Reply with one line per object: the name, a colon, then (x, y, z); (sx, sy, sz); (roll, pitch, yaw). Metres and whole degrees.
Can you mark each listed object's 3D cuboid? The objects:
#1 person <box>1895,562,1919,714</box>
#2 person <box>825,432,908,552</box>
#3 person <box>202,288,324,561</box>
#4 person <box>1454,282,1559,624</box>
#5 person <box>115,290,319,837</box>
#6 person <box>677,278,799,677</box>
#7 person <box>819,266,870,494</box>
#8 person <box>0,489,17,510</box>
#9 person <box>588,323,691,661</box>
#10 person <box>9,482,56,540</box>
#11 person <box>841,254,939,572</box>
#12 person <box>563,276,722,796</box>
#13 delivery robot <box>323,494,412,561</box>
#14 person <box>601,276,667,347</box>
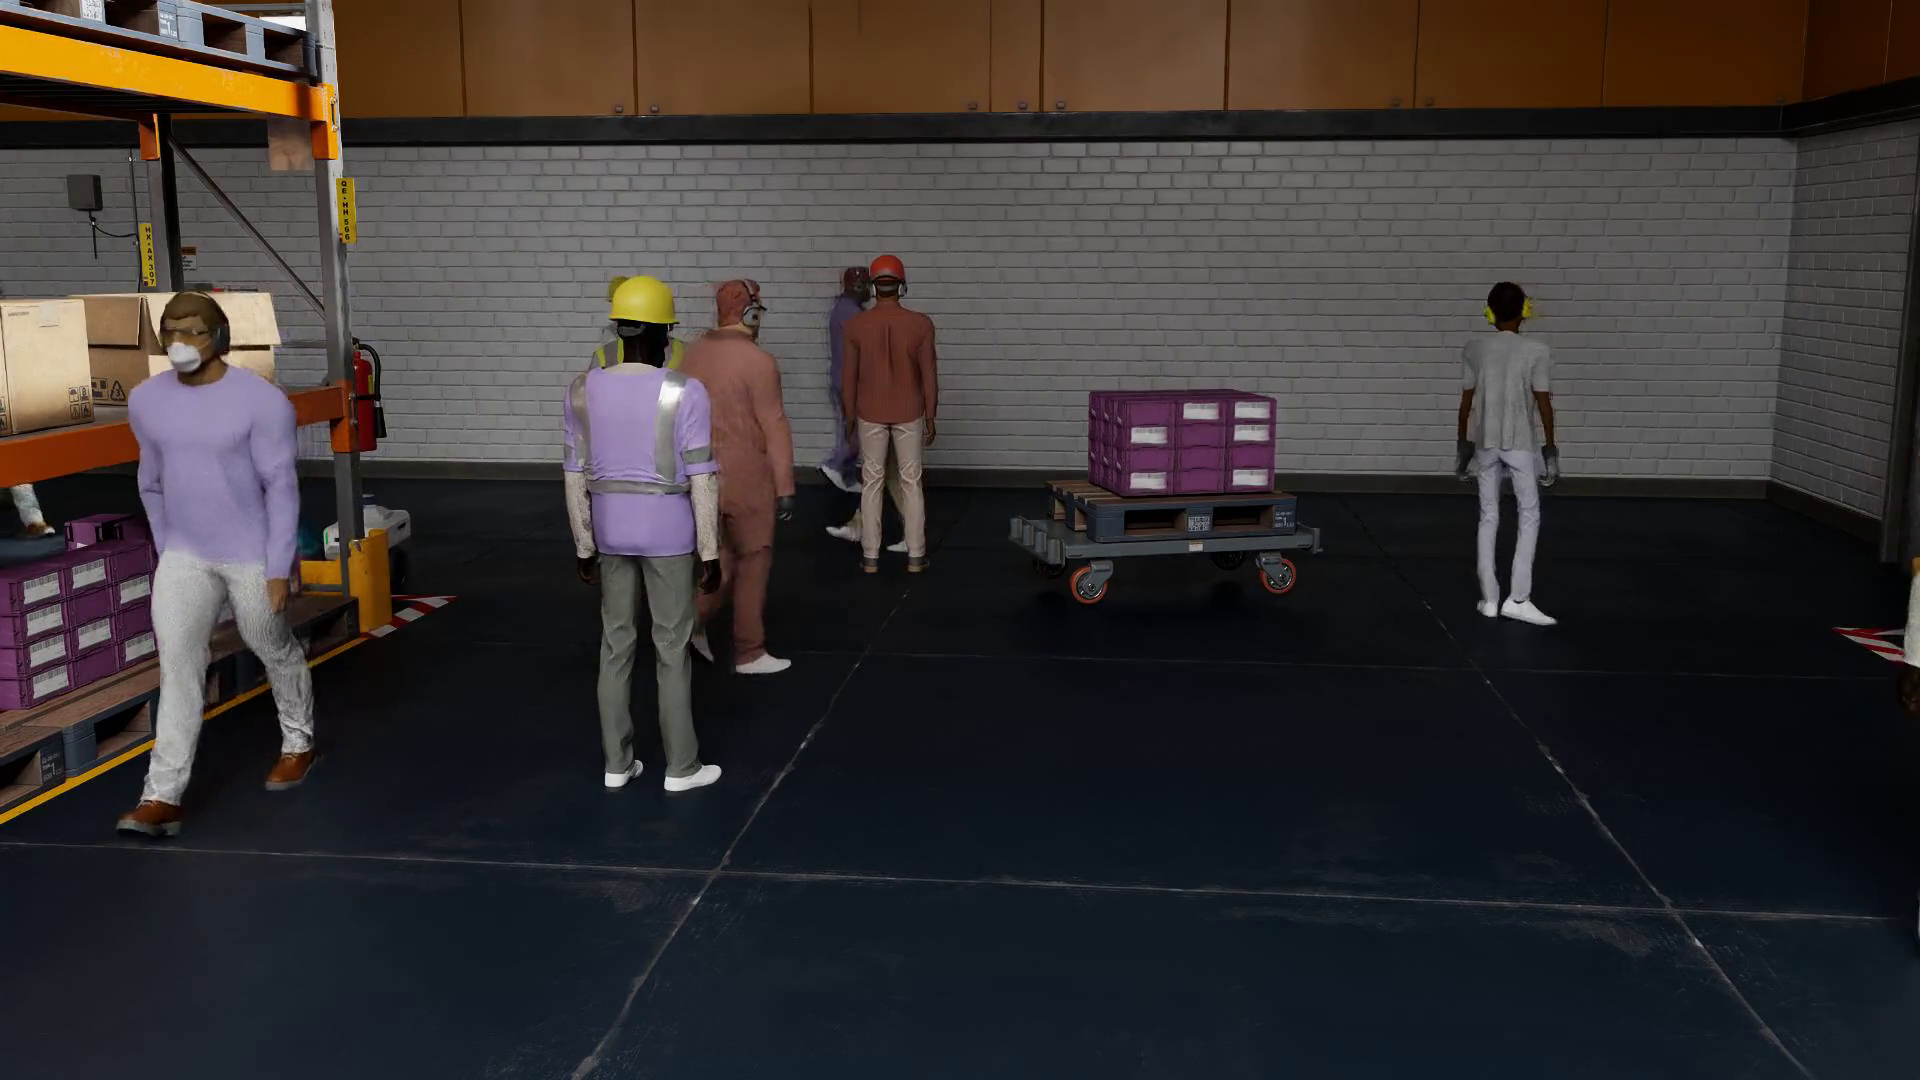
person: (2.873, 0.303, 4.434); (0.631, 1.910, 0.431); (1, 10, 5)
person: (-0.570, -0.712, 11.175); (0.685, 1.593, 0.541); (0, 10, 1)
person: (-4.481, -0.669, 10.383); (0.959, 1.794, 0.565); (-5, 11, -26)
person: (3.007, -0.471, 9.091); (0.636, 1.850, 0.432); (7, 12, 36)
person: (-2.630, 0.064, 5.914); (0.652, 1.878, 1.035); (1, 10, 6)
person: (-1.053, -0.281, 7.858); (0.434, 1.893, 0.660); (-9, 13, -42)
person: (-0.869, -1.296, 13.658); (0.433, 1.889, 0.664); (-2, 10, -9)
person: (-7.436, -1.082, 12.695); (0.434, 1.811, 0.708); (-5, 11, -26)
person: (-1.513, -0.319, 8.213); (0.622, 1.843, 0.429); (-3, 10, -18)
person: (-6.808, -0.930, 11.604); (1.011, 1.893, 0.640); (7, 12, 33)
person: (-0.438, -0.784, 10.433); (0.608, 1.994, 0.382); (0, 10, -1)
person: (-1.163, -0.007, 6.175); (0.594, 1.926, 0.366); (3, 10, 15)
delivery robot: (-3.547, -0.032, 9.979); (0.477, 0.478, 0.707); (-1, 10, -3)
person: (-2.497, -1.092, 12.681); (0.423, 1.819, 0.643); (8, 12, 37)
